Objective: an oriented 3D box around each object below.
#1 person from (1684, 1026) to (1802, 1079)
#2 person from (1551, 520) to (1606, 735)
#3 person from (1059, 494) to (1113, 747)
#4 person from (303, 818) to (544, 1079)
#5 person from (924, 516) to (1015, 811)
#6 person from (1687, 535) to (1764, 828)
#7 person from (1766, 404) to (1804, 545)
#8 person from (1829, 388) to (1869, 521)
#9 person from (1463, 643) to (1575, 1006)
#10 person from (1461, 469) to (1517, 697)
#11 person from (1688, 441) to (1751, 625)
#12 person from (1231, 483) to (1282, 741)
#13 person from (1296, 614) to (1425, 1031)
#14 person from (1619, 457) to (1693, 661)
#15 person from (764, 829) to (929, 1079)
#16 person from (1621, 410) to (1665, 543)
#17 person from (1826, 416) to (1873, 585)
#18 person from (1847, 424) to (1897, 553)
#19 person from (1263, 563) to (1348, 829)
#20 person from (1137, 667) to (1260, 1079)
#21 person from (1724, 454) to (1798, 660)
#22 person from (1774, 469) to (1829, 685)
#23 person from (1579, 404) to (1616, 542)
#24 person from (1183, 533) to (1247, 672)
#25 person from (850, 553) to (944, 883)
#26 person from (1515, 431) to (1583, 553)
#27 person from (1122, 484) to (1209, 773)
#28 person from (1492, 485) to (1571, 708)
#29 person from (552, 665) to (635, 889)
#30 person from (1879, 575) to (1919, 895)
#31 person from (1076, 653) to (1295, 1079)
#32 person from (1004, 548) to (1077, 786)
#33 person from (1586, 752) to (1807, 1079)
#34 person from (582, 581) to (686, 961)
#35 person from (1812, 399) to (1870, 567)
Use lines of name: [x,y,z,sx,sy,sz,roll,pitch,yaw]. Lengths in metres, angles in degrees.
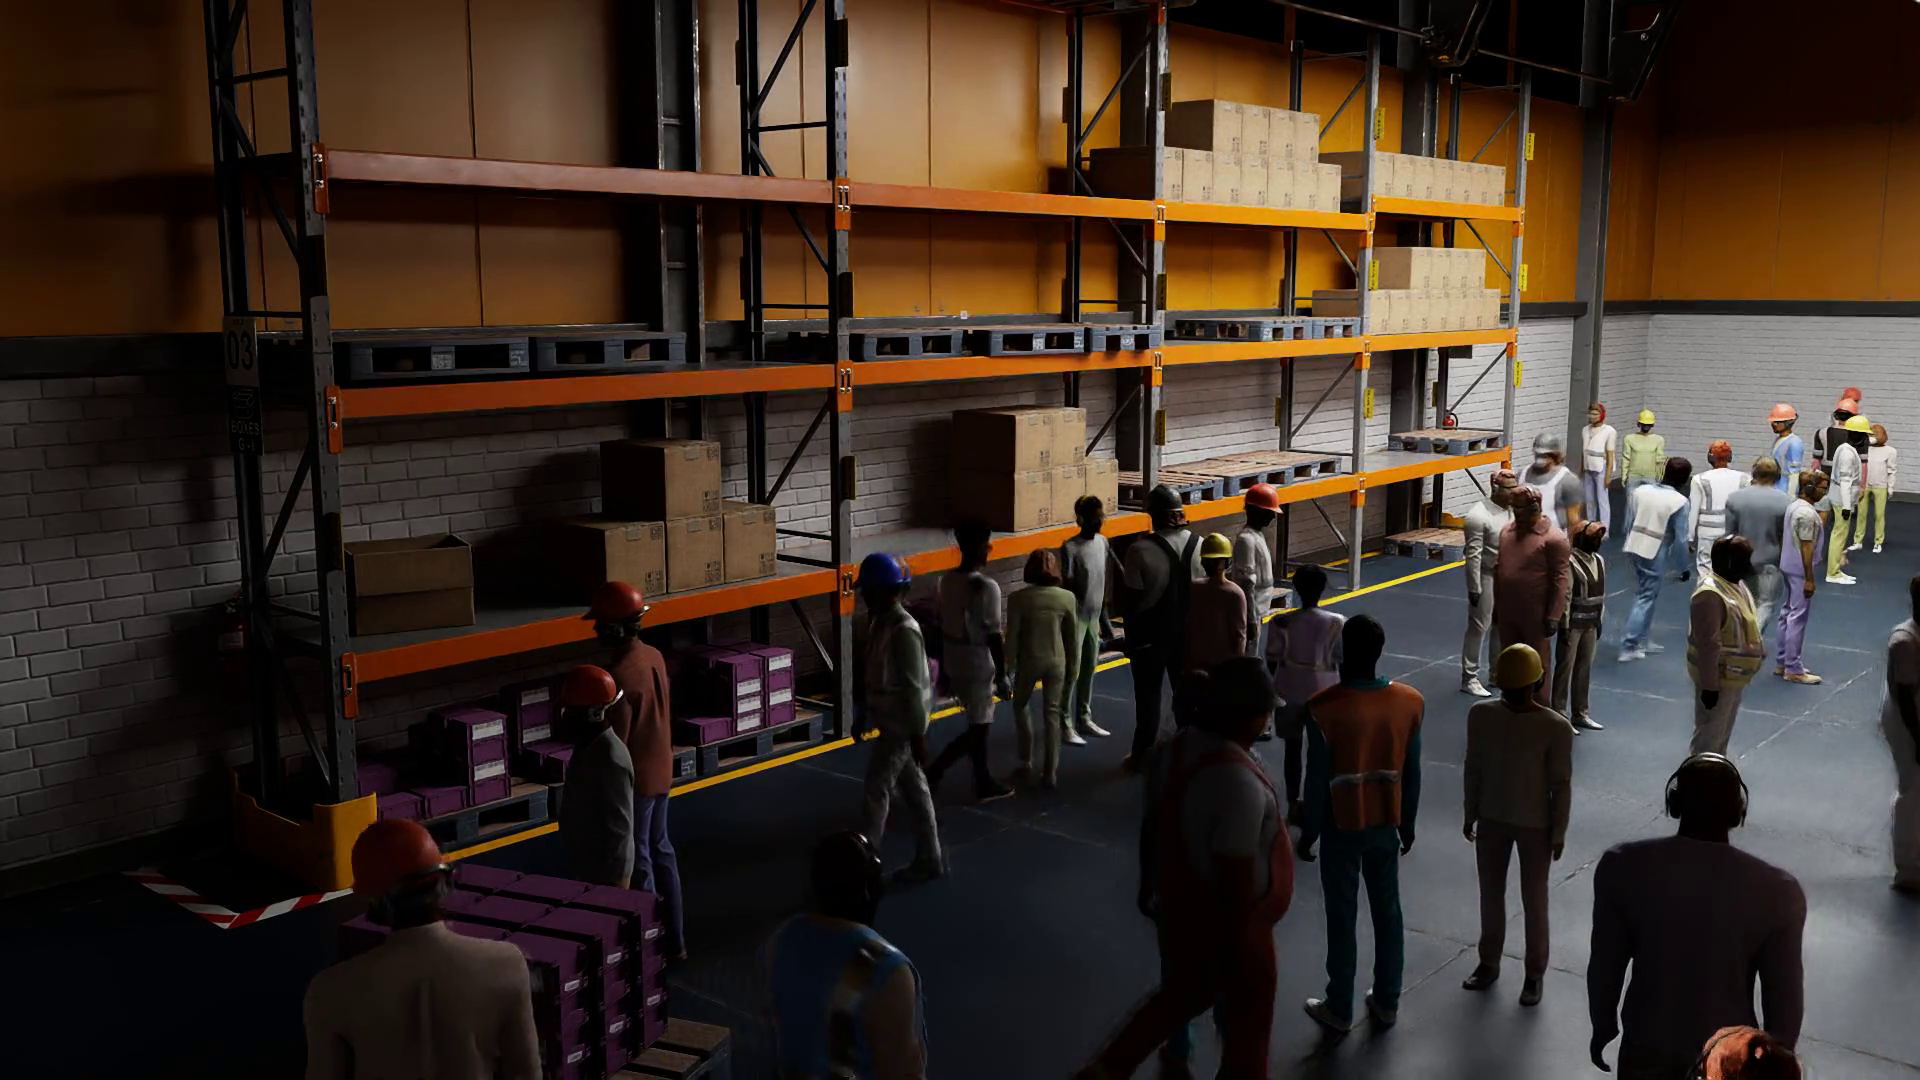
person: [1.640,1.950,3.588,0.597,1.859,0.493,-3,9,-17]
person: [4.714,0.658,12.655,0.514,1.634,0.313,-6,11,-35]
person: [0.935,0.583,12.377,0.324,1.870,0.525,8,12,41]
person: [-1.504,1.743,4.631,0.720,1.961,0.643,-4,10,-26]
person: [0.017,0.811,10.689,0.841,1.938,0.611,-5,10,-31]
person: [4.841,0.879,10.547,0.429,1.843,0.633,7,11,38]
person: [9.433,-0.549,19.145,0.400,2.034,0.609,1,9,5]
person: [12.838,-1.240,23.999,0.875,1.905,0.570,-9,12,-44]
person: [2.626,1.339,7.892,0.516,1.752,0.376,8,12,41]
person: [4.455,0.354,13.781,0.638,1.899,0.397,-5,10,-30]
person: [7.453,-0.043,16.384,0.581,1.879,0.356,1,9,6]
person: [2.216,0.532,12.509,0.372,1.929,0.543,2,9,13]
person: [1.839,1.295,7.622,0.594,1.917,0.373,-3,9,-16]
person: [6.311,0.175,15.012,0.714,1.865,0.629,-3,9,-18]
person: [-0.353,1.767,4.903,0.540,1.816,0.650,-7,11,-38]
person: [8.947,-0.828,21.819,0.526,1.762,0.339,2,9,15]
person: [10.084,-0.452,18.895,0.398,1.920,0.586,5,10,27]
person: [11.577,-0.653,21.098,0.276,1.631,0.507,-8,12,-42]
person: [2.152,0.987,10.364,0.556,1.677,0.550,3,9,19]
person: [1.016,1.444,6.987,0.505,1.820,0.654,-1,9,-5]
person: [7.065,0.198,14.722,0.637,1.913,0.834,8,12,43]
person: [7.218,0.306,14.255,0.346,1.840,0.505,2,9,11]
person: [8.431,-0.889,21.983,0.395,1.835,0.562,-3,9,-19]
person: [1.686,0.829,11.110,0.307,1.771,0.525,-6,11,-36]
person: [-0.479,1.026,9.350,0.880,1.911,0.645,-2,9,-13]
person: [5.671,-0.088,16.146,0.890,2.000,0.686,-7,11,-36]
person: [1.423,0.606,11.669,0.681,2.000,0.535,-3,9,-20]
person: [4.284,0.527,12.637,0.399,1.899,0.644,-5,10,-28]
person: [-1.621,1.412,7.392,0.326,1.751,0.559,-5,10,-27]
person: [5.383,1.080,9.284,0.541,1.832,0.430,-7,11,-38]
person: [0.930,1.407,6.501,0.810,2.000,0.689,-3,9,-18]
person: [0.534,0.855,11.426,0.538,1.611,0.570,-2,9,-13]
person: [2.359,1.633,5.377,0.638,1.937,0.357,5,10,30]
person: [-1.623,1.179,8.169,0.422,1.983,0.615,2,9,12]
person: [10.613,-0.691,20.080,0.619,2.028,0.408,7,12,40]
